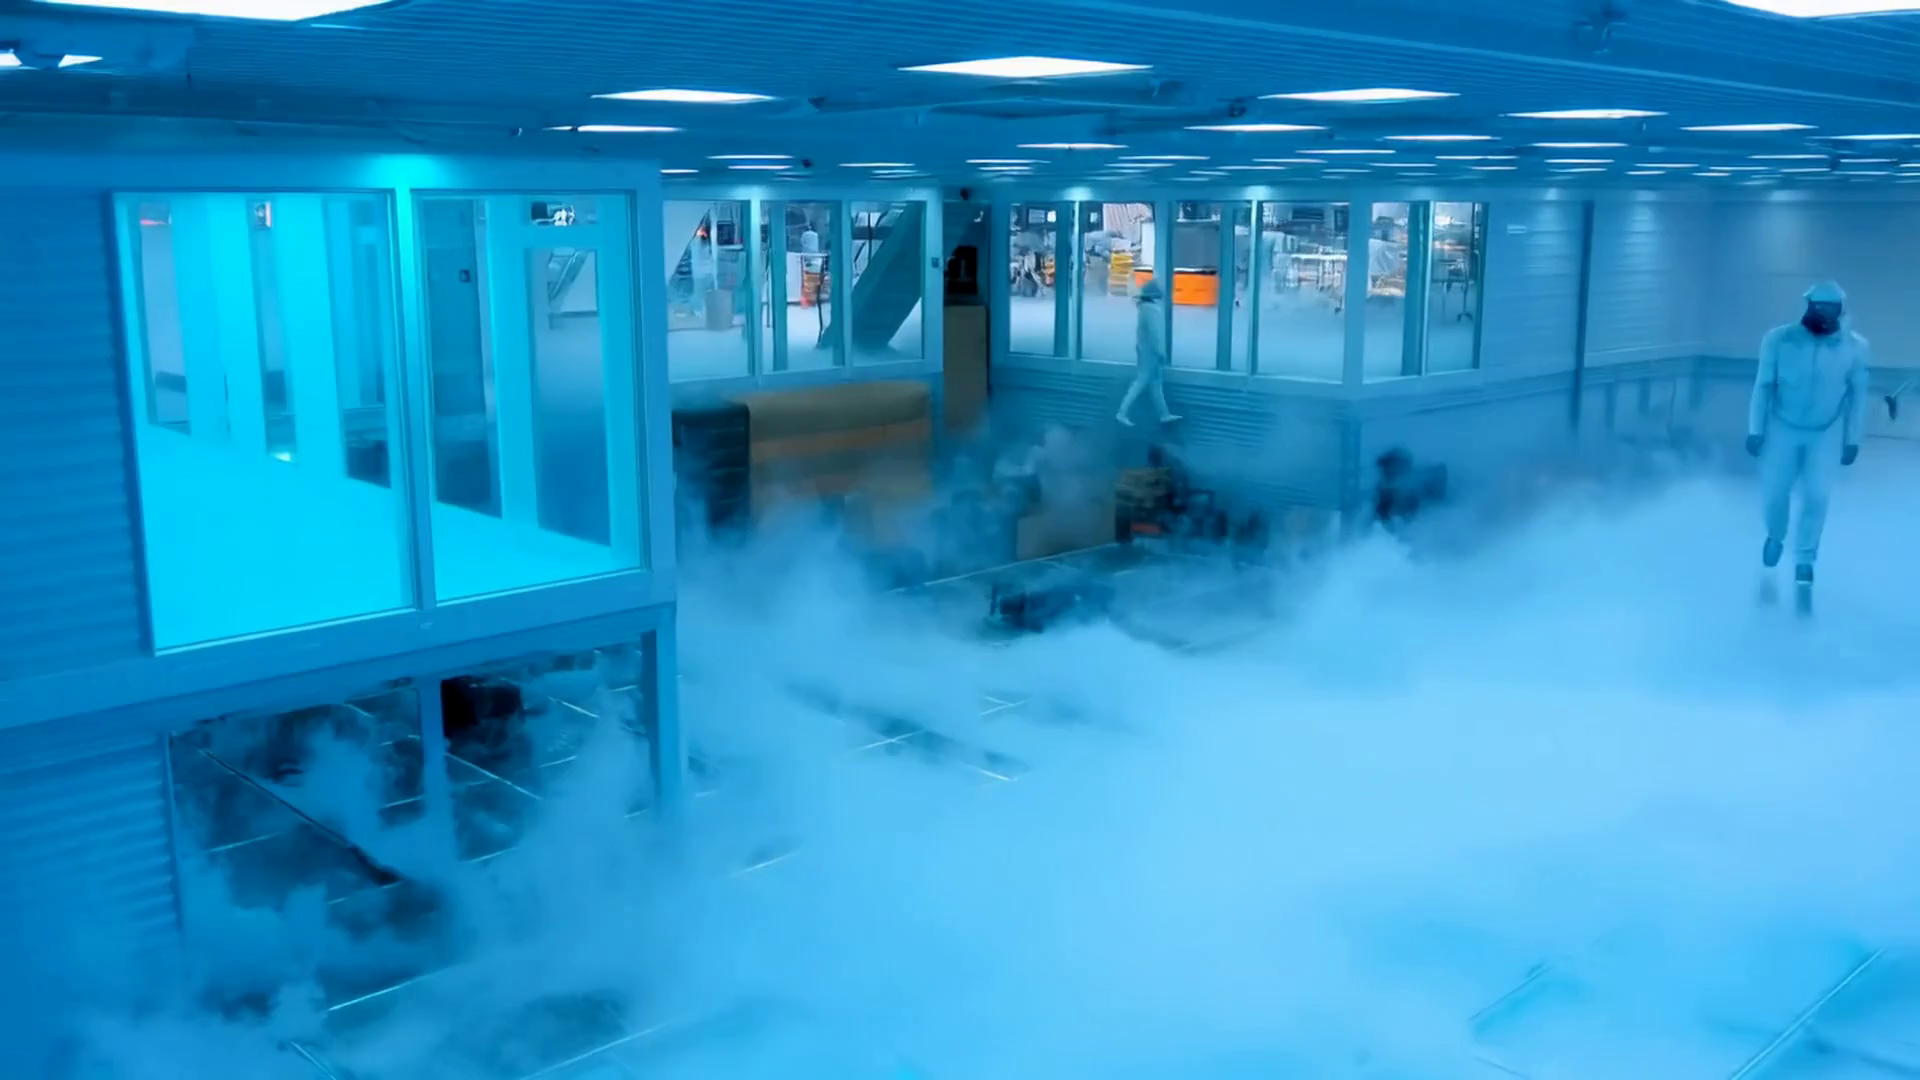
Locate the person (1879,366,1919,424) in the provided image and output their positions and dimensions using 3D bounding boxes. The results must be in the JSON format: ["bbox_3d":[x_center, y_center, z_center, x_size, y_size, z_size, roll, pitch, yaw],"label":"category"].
[{"bbox_3d":[10.344,-2.113,17.743,0.815,1.839,0.518,-1,11,-7],"label":"person"}]

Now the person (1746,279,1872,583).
[{"bbox_3d":[5.305,-0.683,10.421,0.669,1.891,0.443,5,12,22],"label":"person"}]

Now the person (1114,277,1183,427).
[{"bbox_3d":[2.011,-2.012,17.832,0.859,1.591,0.513,-4,12,-18],"label":"person"}]
